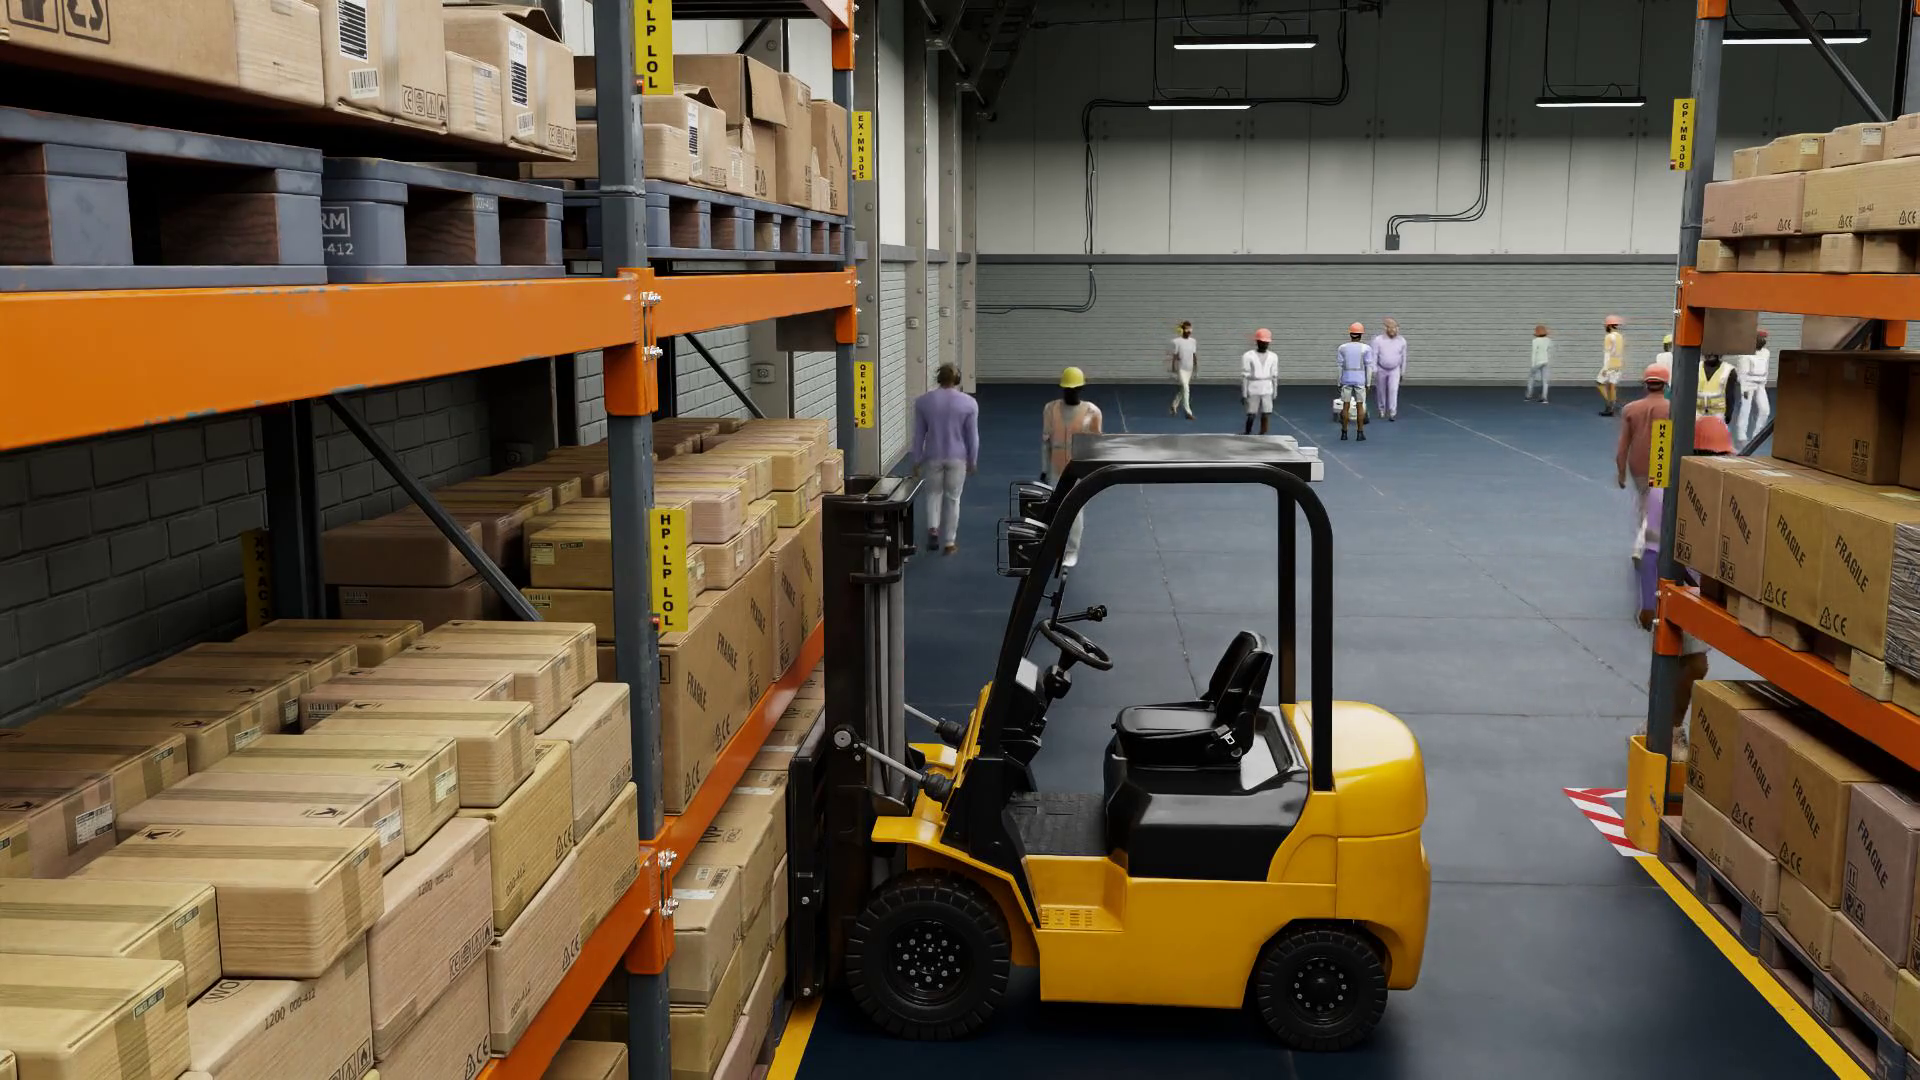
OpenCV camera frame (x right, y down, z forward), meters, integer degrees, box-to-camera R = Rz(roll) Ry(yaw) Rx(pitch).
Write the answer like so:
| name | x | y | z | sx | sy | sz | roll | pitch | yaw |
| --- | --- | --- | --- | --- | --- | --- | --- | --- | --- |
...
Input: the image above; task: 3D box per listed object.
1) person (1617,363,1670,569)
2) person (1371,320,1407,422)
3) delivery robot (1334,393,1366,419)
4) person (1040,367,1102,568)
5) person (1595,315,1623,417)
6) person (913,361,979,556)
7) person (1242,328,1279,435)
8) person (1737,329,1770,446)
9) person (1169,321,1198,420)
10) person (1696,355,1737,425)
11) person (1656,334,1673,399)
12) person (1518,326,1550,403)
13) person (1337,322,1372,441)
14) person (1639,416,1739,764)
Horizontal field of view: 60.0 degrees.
| name | x | y | z | sx | sy | sz | roll | pitch | yaw |
| --- | --- | --- | --- | --- | --- | --- | --- | --- | --- |
| person | 6.559 | -0.705 | 15.796 | 0.610 | 1.954 | 0.995 | 8 | 13 | 42 |
| person | 7.953 | -3.144 | 30.880 | 0.634 | 1.862 | 1.014 | 2 | 10 | 11 |
| delivery robot | 7.070 | -2.429 | 30.171 | 0.477 | 0.478 | 0.707 | -2 | 10 | -13 |
| person | 1.062 | -0.702 | 15.873 | 0.619 | 1.911 | 0.475 | 4 | 10 | 24 |
| person | 12.314 | -3.295 | 31.557 | 0.579 | 1.923 | 0.404 | -8 | 12 | -41 |
| person | -0.130 | -0.795 | 16.403 | 0.651 | 1.923 | 0.462 | 2 | 10 | 10 |
| person | 4.531 | -2.243 | 25.175 | 0.569 | 1.923 | 0.603 | -1 | 9 | -6 |
| person | 12.549 | -2.381 | 26.219 | 0.580 | 1.865 | 0.585 | -3 | 10 | -17 |
| person | 4.201 | -3.202 | 31.268 | 0.524 | 1.845 | 0.875 | -5 | 11 | -28 |
| person | 10.082 | -1.738 | 22.408 | 0.658 | 1.827 | 0.481 | 6 | 11 | 34 |
| person | 11.610 | -2.504 | 27.323 | 0.549 | 1.728 | 0.681 | -2 | 10 | -12 |
| person | 12.091 | -3.689 | 34.895 | 0.530 | 1.600 | 0.753 | -4 | 10 | -24 |
| person | 6.458 | -2.591 | 27.252 | 0.553 | 1.935 | 0.362 | 4 | 10 | 20 |
| person | 4.155 | 0.310 | 9.403 | 0.630 | 2.027 | 0.426 | -6 | 11 | -31 |
